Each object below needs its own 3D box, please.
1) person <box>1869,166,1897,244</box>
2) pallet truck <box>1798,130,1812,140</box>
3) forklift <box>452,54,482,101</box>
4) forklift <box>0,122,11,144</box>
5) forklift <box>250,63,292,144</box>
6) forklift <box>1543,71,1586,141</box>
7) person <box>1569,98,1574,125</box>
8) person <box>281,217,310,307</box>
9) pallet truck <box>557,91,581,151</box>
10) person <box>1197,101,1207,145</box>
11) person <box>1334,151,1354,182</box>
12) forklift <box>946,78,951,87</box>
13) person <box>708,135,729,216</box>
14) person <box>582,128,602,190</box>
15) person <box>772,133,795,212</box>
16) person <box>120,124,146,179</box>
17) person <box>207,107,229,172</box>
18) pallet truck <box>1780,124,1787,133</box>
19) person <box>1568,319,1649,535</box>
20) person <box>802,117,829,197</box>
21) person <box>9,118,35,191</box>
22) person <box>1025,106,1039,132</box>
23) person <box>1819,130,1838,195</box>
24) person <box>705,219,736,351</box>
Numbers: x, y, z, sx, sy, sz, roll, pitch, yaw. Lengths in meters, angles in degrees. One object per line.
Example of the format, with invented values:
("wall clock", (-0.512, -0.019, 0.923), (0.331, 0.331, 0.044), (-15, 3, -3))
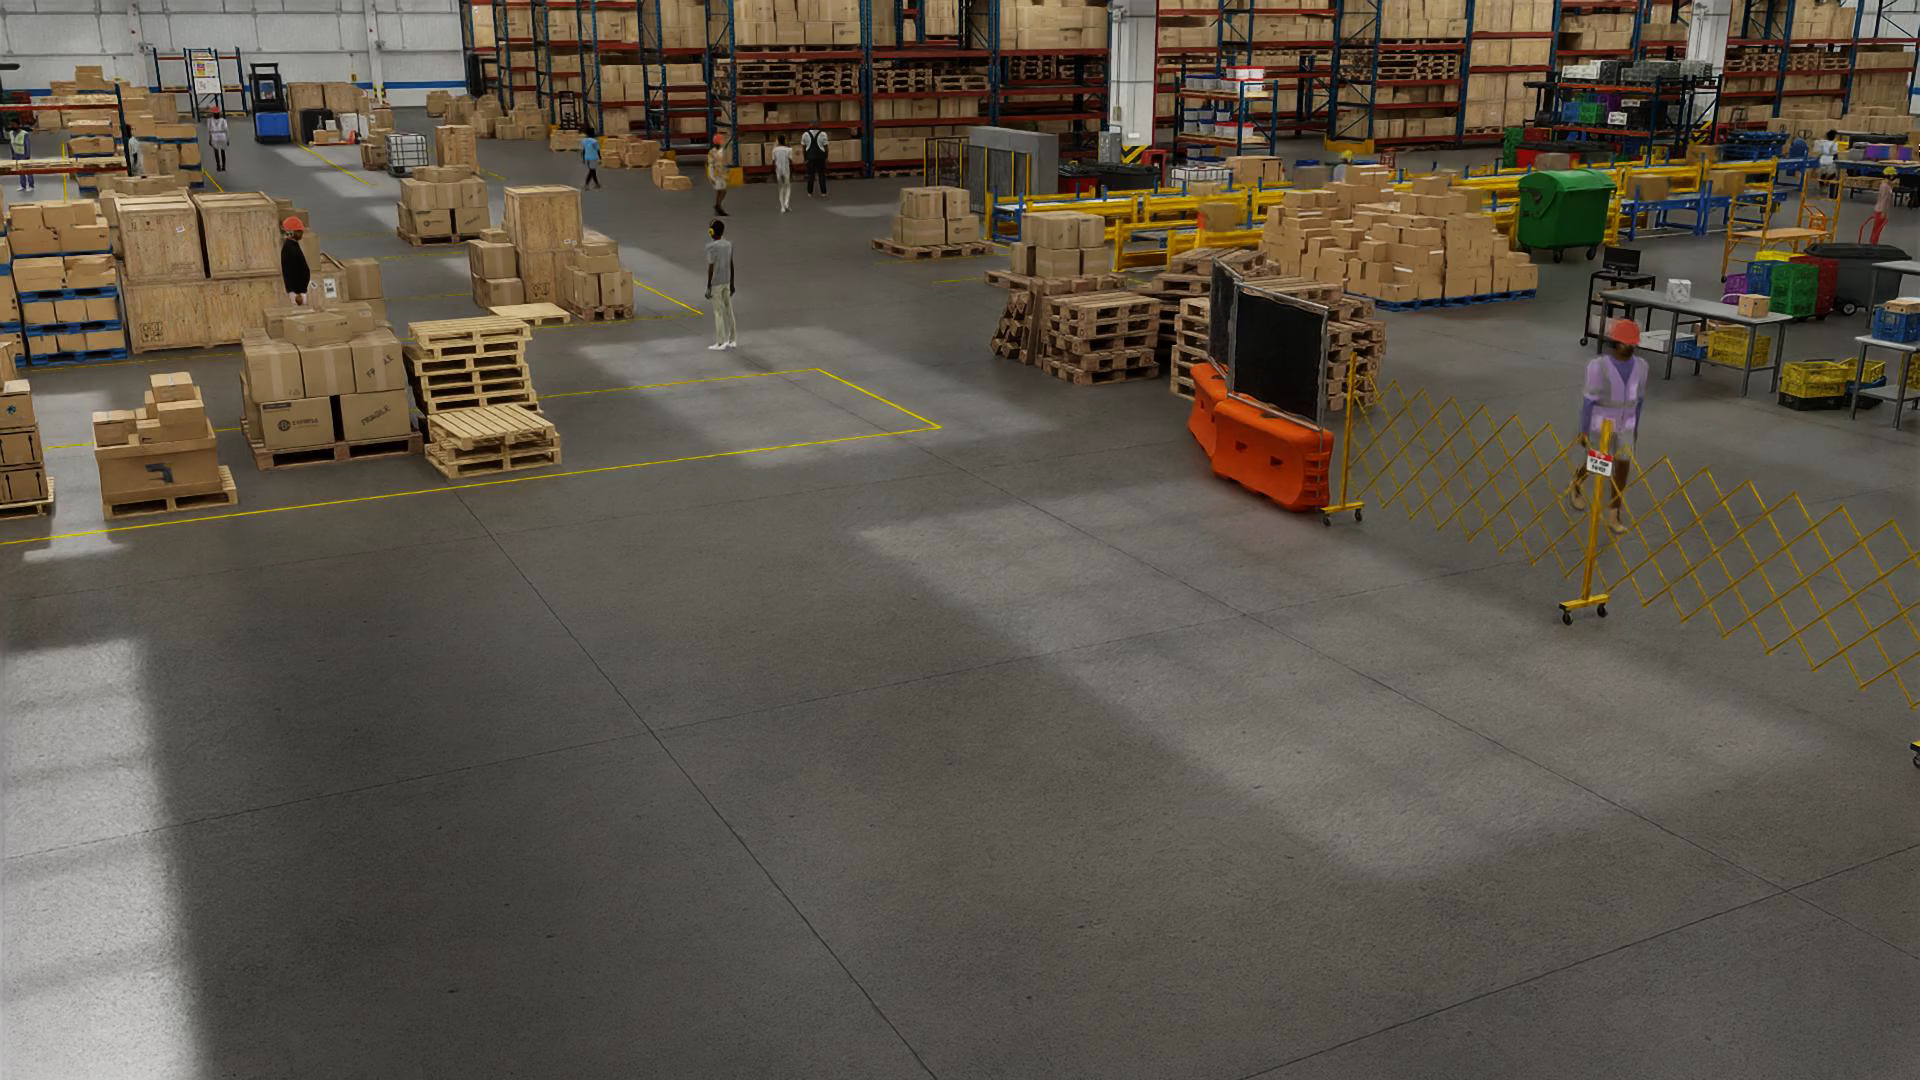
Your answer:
("person", (18.187, -6.463, 32.774), (0.306, 1.772, 0.527), (8, 19, 23))
("pallet truck", (25.526, -11.556, 49.408), (1.630, 1.274, 0.653), (-9, 20, -26))
("forklift", (-20.788, -19.371, 71.224), (1.873, 2.768, 1.129), (-9, 20, -26))
("forklift", (-34.388, -15.480, 59.095), (1.873, 2.768, 1.129), (-9, 20, -26))
("forklift", (-25.004, -15.820, 60.155), (1.129, 2.768, 1.873), (-9, 20, -26))
("forklift", (18.685, -13.231, 52.085), (1.873, 2.768, 1.129), (-9, 20, -26))
("person", (19.710, -13.366, 54.049), (0.614, 1.925, 0.645), (-3, 18, -8))
("person", (-9.202, -3.496, 23.160), (0.388, 1.992, 0.625), (-6, 19, -17))
("pallet truck", (-13.495, -14.412, 57.188), (0.823, 1.965, 1.885), (-3, 18, -9))
("person", (8.612, -14.671, 58.648), (0.503, 1.595, 0.813), (2, 18, 6))
("person", (8.377, -7.494, 35.945), (0.889, 1.788, 0.626), (-10, 20, -28))
("forklift", (-0.506, -13.373, 52.526), (1.873, 2.768, 1.129), (-9, 20, -26))
("person", (-5.729, -8.591, 39.229), (0.661, 1.903, 0.620), (13, 22, 36))
("person", (-9.967, -10.278, 44.857), (0.540, 1.655, 0.863), (9, 20, 26))
("person", (-4.262, -8.845, 40.067), (0.565, 1.848, 0.670), (-1, 18, -3))
("person", (-20.884, -9.497, 41.971), (0.849, 1.916, 0.757), (-12, 22, -34))
("person", (-22.174, -11.978, 49.753), (0.575, 1.894, 0.964), (-7, 19, -20))
("pallet truck", (25.206, -12.542, 52.601), (1.601, 1.201, 0.680), (0, 18, -2))
("person", (6.134, -1.118, 15.737), (0.616, 2.013, 0.916), (-2, 18, -6))
("person", (-3.738, -9.930, 43.146), (0.689, 2.000, 0.537), (1, 18, 2))
("person", (-25.130, -10.310, 44.526), (0.593, 1.919, 0.392), (5, 18, 15))
("person", (2.260, -13.093, 53.563), (0.535, 1.697, 0.318), (6, 19, 18))
("person", (22.731, -9.877, 43.532), (0.368, 1.690, 0.575), (-6, 19, -17))
("person", (-3.446, -3.654, 23.857), (0.310, 1.868, 0.533), (14, 23, 38))
